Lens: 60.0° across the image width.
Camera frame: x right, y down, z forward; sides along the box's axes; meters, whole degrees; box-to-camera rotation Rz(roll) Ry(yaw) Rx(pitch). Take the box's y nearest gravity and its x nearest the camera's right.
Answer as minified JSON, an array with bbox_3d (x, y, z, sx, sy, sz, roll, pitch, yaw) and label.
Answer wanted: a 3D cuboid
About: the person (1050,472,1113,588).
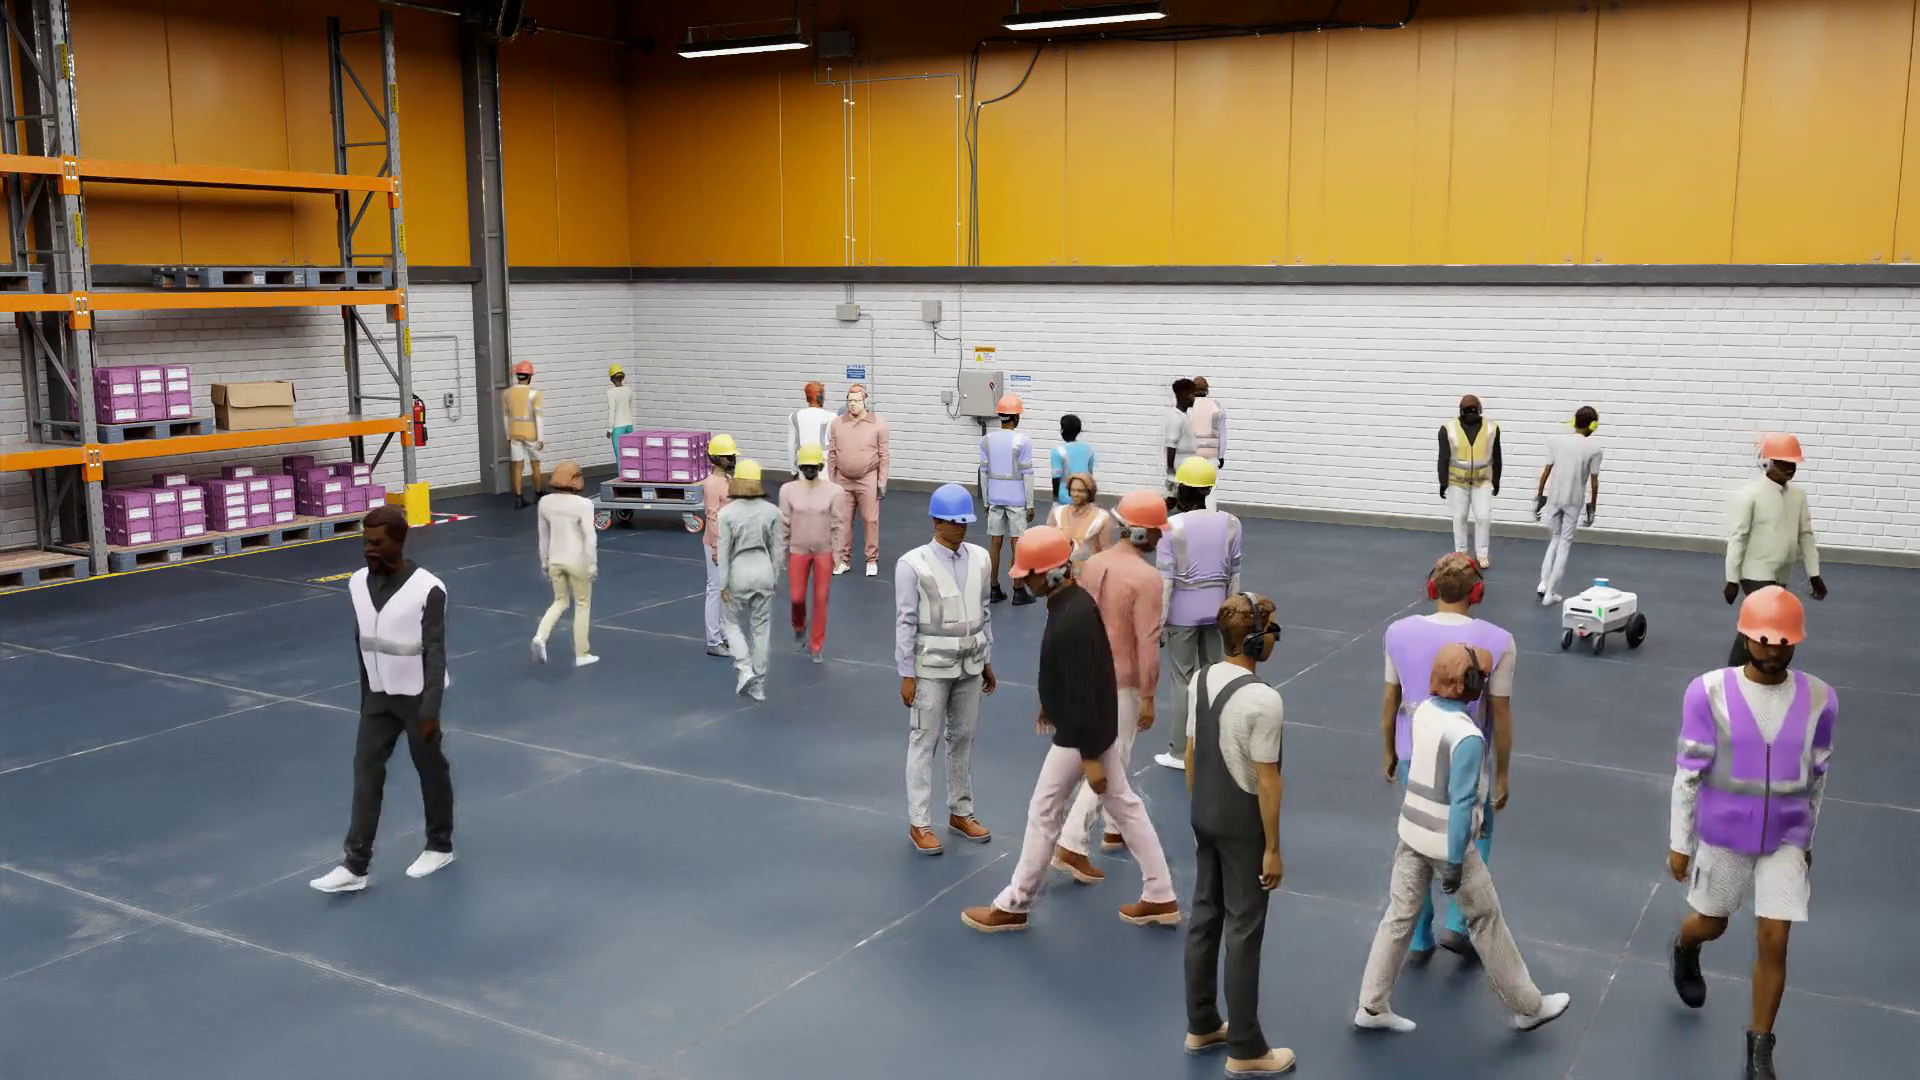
[{"bbox_3d":[0.892,0.302,12.003,0.527,1.624,0.503,6,11,33],"label":"person"}]

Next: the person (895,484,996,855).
[{"bbox_3d":[-0.064,0.665,8.762,0.616,1.944,0.397,-7,11,-37],"label":"person"}]

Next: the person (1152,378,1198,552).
[{"bbox_3d":[2.305,-0.793,17.923,0.943,1.934,0.610,3,9,16],"label":"person"}]

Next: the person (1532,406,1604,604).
[{"bbox_3d":[5.576,-0.314,15.253,0.578,1.822,0.515,9,13,44],"label":"person"}]

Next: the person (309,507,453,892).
[{"bbox_3d":[-2.824,0.795,8.123,0.620,1.885,0.883,4,10,24],"label":"person"}]

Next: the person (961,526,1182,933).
[{"bbox_3d":[0.556,0.868,7.616,1.011,1.923,0.744,2,9,12],"label":"person"}]

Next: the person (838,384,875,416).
[{"bbox_3d":[-1.308,-1.171,21.196,0.500,1.633,0.280,2,9,11],"label":"person"}]

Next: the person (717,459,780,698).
[{"bbox_3d":[-1.497,0.285,11.838,0.484,1.726,0.408,-4,10,-26],"label":"person"}]

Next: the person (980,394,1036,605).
[{"bbox_3d":[0.449,-0.368,15.241,0.542,1.938,0.358,5,11,31],"label":"person"}]

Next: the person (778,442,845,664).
[{"bbox_3d":[-1.157,0.095,12.957,0.521,1.748,0.448,-1,9,-4],"label":"person"}]

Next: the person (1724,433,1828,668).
[{"bbox_3d":[5.613,0.252,11.342,0.615,1.947,0.996,-5,10,-27],"label":"person"}]

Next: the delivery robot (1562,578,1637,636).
[{"bbox_3d":[5.186,0.555,13.472,0.707,0.478,0.477,-10,13,-44],"label":"delivery robot"}]

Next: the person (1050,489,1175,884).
[{"bbox_3d":[0.721,0.725,8.448,0.878,1.953,0.663,-6,11,-34],"label":"person"}]

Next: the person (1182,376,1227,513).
[{"bbox_3d":[2.788,-0.985,19.394,0.627,1.843,0.429,1,9,4],"label":"person"}]

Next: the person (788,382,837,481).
[{"bbox_3d":[-1.550,-0.746,17.775,0.575,1.881,0.356,3,10,17],"label":"person"}]

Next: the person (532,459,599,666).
[{"bbox_3d":[-3.034,0.197,12.734,0.503,1.621,0.519,4,10,23],"label":"person"}]

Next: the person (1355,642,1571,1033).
[{"bbox_3d":[1.989,1.191,6.603,0.870,1.585,0.527,-2,9,-13],"label":"person"}]

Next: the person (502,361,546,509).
[{"bbox_3d":[-5.633,-1.372,21.637,0.574,1.894,0.796,1,9,5],"label":"person"}]

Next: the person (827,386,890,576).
[{"bbox_3d":[-1.032,-0.586,16.691,0.639,1.911,0.406,2,9,13],"label":"person"}]

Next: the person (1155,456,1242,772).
[{"bbox_3d":[1.432,0.449,10.156,0.594,1.929,0.352,-4,10,-24],"label":"person"}]

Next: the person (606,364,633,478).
[{"bbox_3d":[-4.780,-1.580,23.345,0.329,1.765,0.525,5,10,28],"label":"person"}]

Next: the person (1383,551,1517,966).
[{"bbox_3d":[2.111,0.964,7.262,0.581,1.827,0.449,5,10,29],"label":"person"}]

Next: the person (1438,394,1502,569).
[{"bbox_3d":[5.220,-0.592,17.076,0.650,1.808,0.605,2,9,11],"label":"person"}]

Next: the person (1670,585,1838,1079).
[{"bbox_3d":[2.995,1.075,6.380,0.557,1.909,0.837,2,9,12],"label":"person"}]

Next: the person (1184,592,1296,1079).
[{"bbox_3d":[1.049,1.106,6.323,0.348,1.846,0.506,-5,10,-28],"label":"person"}]

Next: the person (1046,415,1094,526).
[{"bbox_3d":[1.052,-0.408,16.362,0.552,1.648,0.868,-6,11,-32],"label":"person"}]

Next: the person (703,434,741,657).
[{"bbox_3d":[-1.877,0.039,13.235,0.314,1.768,0.527,1,9,7],"label":"person"}]
